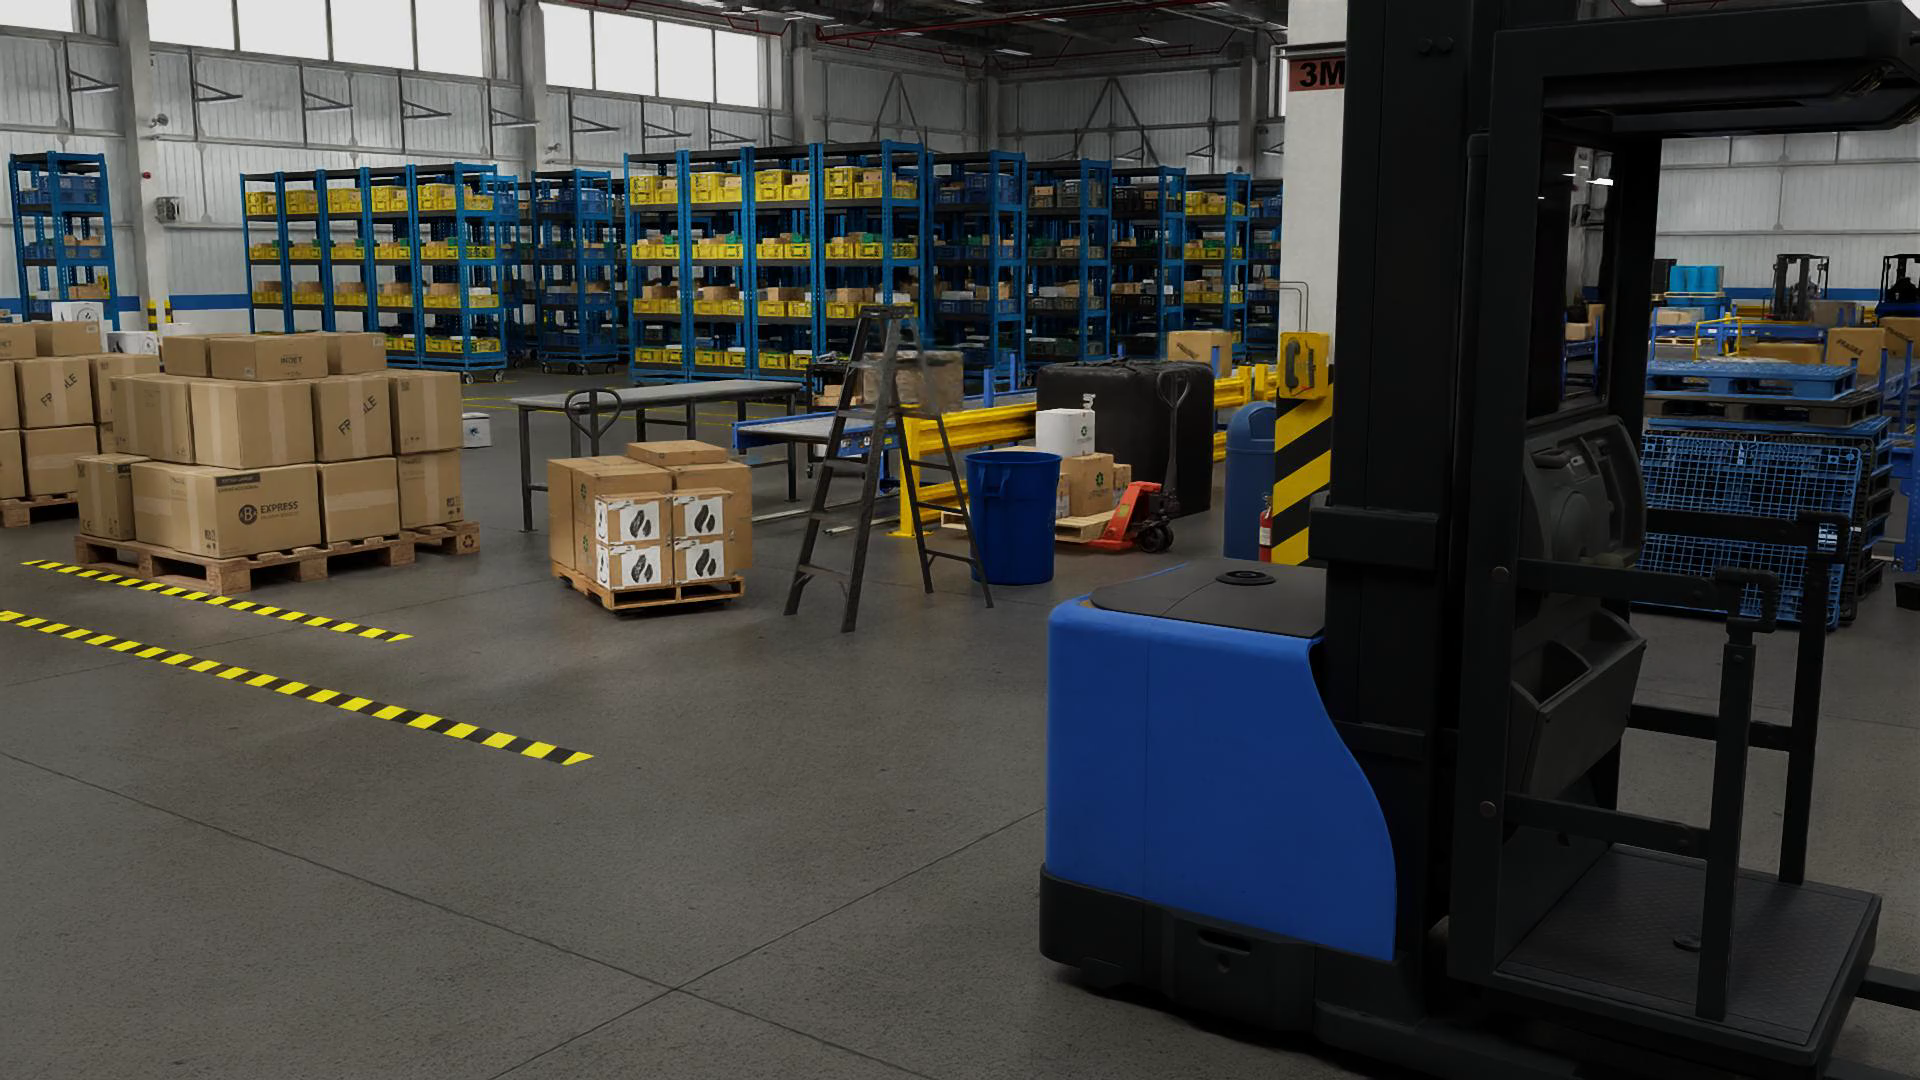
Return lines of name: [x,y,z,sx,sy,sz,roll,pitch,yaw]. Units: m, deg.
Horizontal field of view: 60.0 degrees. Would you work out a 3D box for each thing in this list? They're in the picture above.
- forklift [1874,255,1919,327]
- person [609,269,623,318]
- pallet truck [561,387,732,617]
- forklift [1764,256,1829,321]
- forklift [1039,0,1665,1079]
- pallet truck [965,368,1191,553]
forklift: [22.089,-5.634,38.796,1.157,1.987,2.680,6,11,33]
person: [-8.341,-5.734,40.821,0.561,1.833,0.374,-2,10,-12]
pallet truck: [-1.981,-0.274,10.088,0.680,1.201,1.601,-5,11,-28]
forklift: [20.253,-5.854,40.139,1.157,1.987,2.680,7,12,35]
forklift: [1.249,-0.137,4.360,1.873,2.768,1.129,7,12,35]
pallet truck: [0.845,-0.609,11.869,1.630,1.274,0.653,7,12,35]
